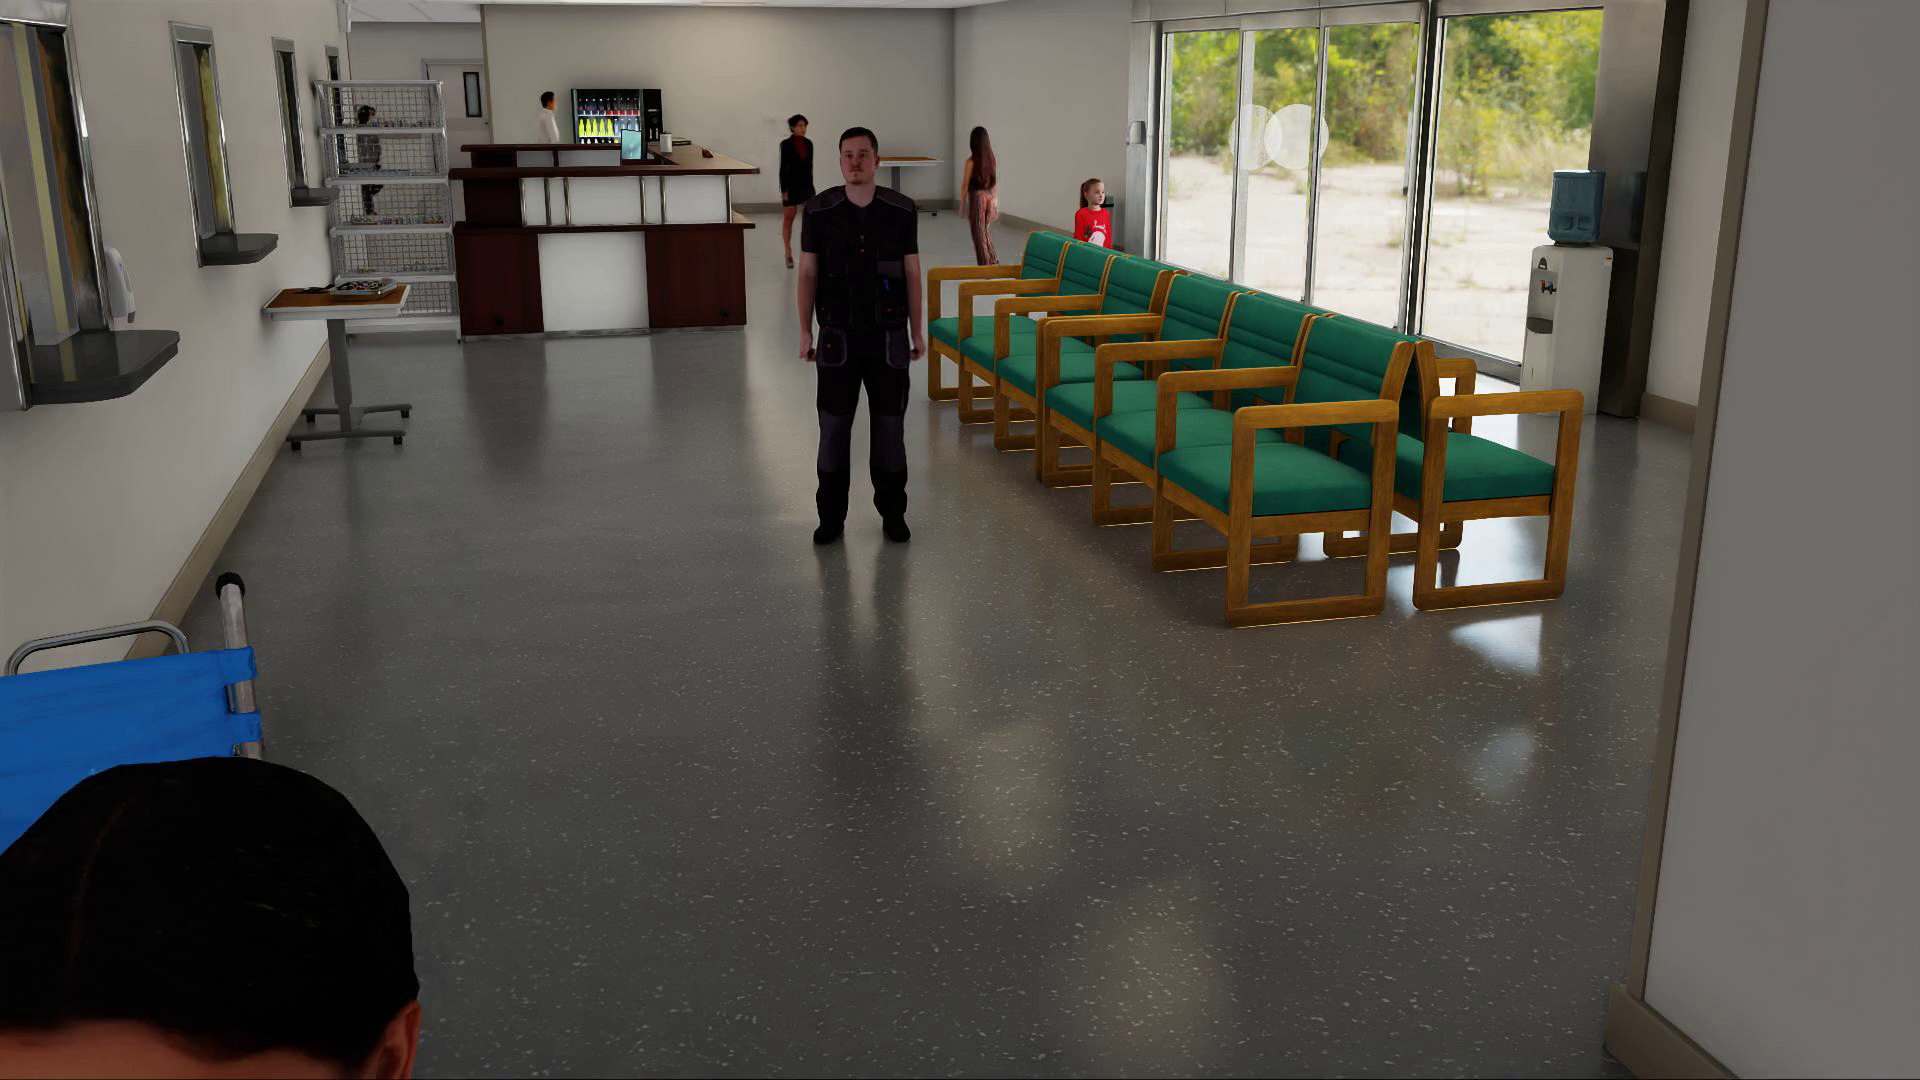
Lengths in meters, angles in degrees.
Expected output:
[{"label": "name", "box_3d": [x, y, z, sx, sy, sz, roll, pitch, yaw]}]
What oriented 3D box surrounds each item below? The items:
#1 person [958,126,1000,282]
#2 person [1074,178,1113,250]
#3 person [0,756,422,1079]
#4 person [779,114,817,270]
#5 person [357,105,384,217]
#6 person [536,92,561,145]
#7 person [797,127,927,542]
[{"label": "person", "box_3d": [0.256, -3.304, 16.499, 0.669, 1.550, 0.725, -12, 20, -37]}, {"label": "person", "box_3d": [1.017, -2.167, 12.961, 0.497, 1.282, 0.596, -9, 18, -30]}, {"label": "person", "box_3d": [-0.299, 0.948, 1.001, 0.979, 1.777, 0.651, -4, 16, -15]}, {"label": "person", "box_3d": [-1.786, -3.720, 17.845, 0.770, 1.621, 0.741, -8, 18, -26]}, {"label": "person", "box_3d": [-8.747, -5.555, 24.410, 0.929, 1.590, 0.867, 9, 18, 28]}, {"label": "person", "box_3d": [-5.781, -5.237, 22.966, 1.135, 1.762, 0.697, -5, 16, -17]}, {"label": "person", "box_3d": [-0.440, -0.919, 7.496, 0.588, 1.846, 0.825, -1, 16, -5]}]
